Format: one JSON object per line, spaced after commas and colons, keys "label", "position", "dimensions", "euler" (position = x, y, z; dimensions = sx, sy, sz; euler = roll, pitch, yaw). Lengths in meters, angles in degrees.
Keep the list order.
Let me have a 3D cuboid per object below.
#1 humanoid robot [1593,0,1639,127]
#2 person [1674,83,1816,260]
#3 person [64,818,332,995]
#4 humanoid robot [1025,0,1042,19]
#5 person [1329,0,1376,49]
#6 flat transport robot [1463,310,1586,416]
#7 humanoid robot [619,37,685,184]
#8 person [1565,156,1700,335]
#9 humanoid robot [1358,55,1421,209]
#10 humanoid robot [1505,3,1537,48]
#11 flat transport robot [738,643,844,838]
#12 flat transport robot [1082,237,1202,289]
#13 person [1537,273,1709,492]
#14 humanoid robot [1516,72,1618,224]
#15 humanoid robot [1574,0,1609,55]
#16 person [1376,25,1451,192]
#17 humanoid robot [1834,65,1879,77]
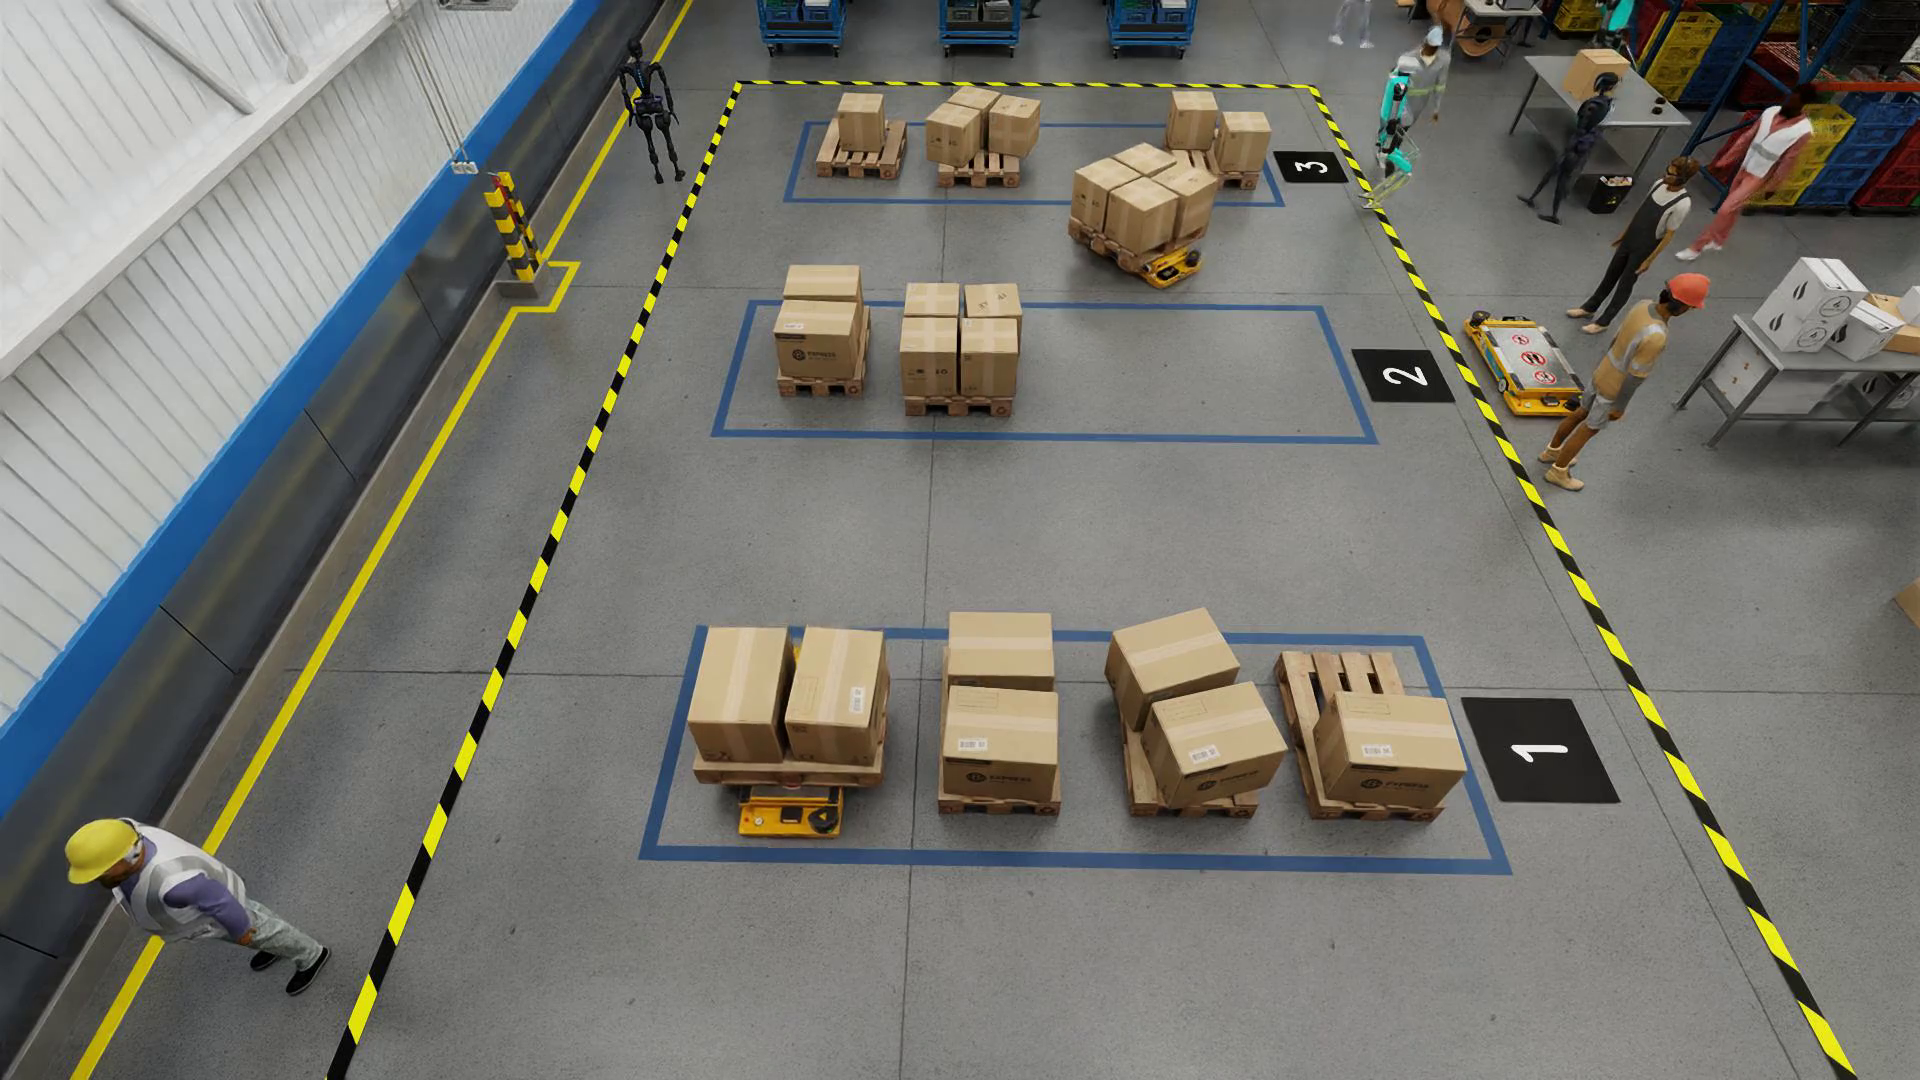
{"label": "humanoid robot", "position": [8.694, -6.306, 12.048], "dimensions": [0.536, 1.764, 0.943], "euler": [-22, 53, -18]}
{"label": "person", "position": [8.439, -3.941, 9.877], "dimensions": [0.847, 1.891, 0.604], "euler": [-3, 49, -3]}
{"label": "person", "position": [-3.982, 1.931, 4.824], "dimensions": [0.599, 1.833, 0.404], "euler": [22, 53, 18]}
{"label": "humanoid robot", "position": [1.216, -9.180, 14.550], "dimensions": [0.367, 1.649, 0.586], "euler": [-15, 51, -12]}
{"label": "person", "position": [6.107, -8.296, 13.751], "dimensions": [0.510, 1.707, 0.833], "euler": [-27, 54, -22]}
{"label": "flat transport robot", "position": [5.573, -1.757, 9.054], "dimensions": [0.659, 0.231, 1.431], "euler": [1, 49, 1]}
{"label": "humanoid robot", "position": [-3.737, -5.169, 11.066], "dimensions": [0.599, 1.657, 0.315], "euler": [-7, 50, -6]}
{"label": "person", "position": [6.618, -2.857, 8.966], "dimensions": [0.351, 1.842, 0.505], "euler": [-2, 49, -2]}
{"label": "humanoid robot", "position": [5.049, -4.603, 10.459], "dimensions": [0.735, 1.675, 0.533], "euler": [9, 50, 8]}
{"label": "humanoid robot", "position": [8.879, -8.462, 13.954], "dimensions": [0.615, 1.636, 0.686], "euler": [-34, 57, -26]}
{"label": "flat transport robot", "position": [-1.099, 1.336, 6.359], "dimensions": [0.652, 0.197, 1.431], "euler": [1, 49, 1]}
{"label": "flat transport robot", "position": [2.007, -3.368, 10.430], "dimensions": [0.652, 0.197, 1.431], "euler": [-30, 56, -24]}
{"label": "person", "position": [5.364, -1.273, 7.469], "dimensions": [0.381, 2.035, 0.604], "euler": [12, 50, 10]}
{"label": "humanoid robot", "position": [6.969, -4.497, 10.504], "dimensions": [0.636, 1.640, 0.605], "euler": [34, 57, 26]}
{"label": "humanoid robot", "position": [9.644, -7.985, 13.490], "dimensions": [0.726, 1.820, 0.534], "euler": [23, 53, 18]}
{"label": "person", "position": [5.439, -5.240, 11.053], "dimensions": [0.599, 1.802, 0.960], "euler": [-1, 49, -1]}
{"label": "humanoid robot", "position": [13.170, -7.250, 12.853], "dimensions": [0.941, 1.766, 0.530], "euler": [29, 55, 23]}
